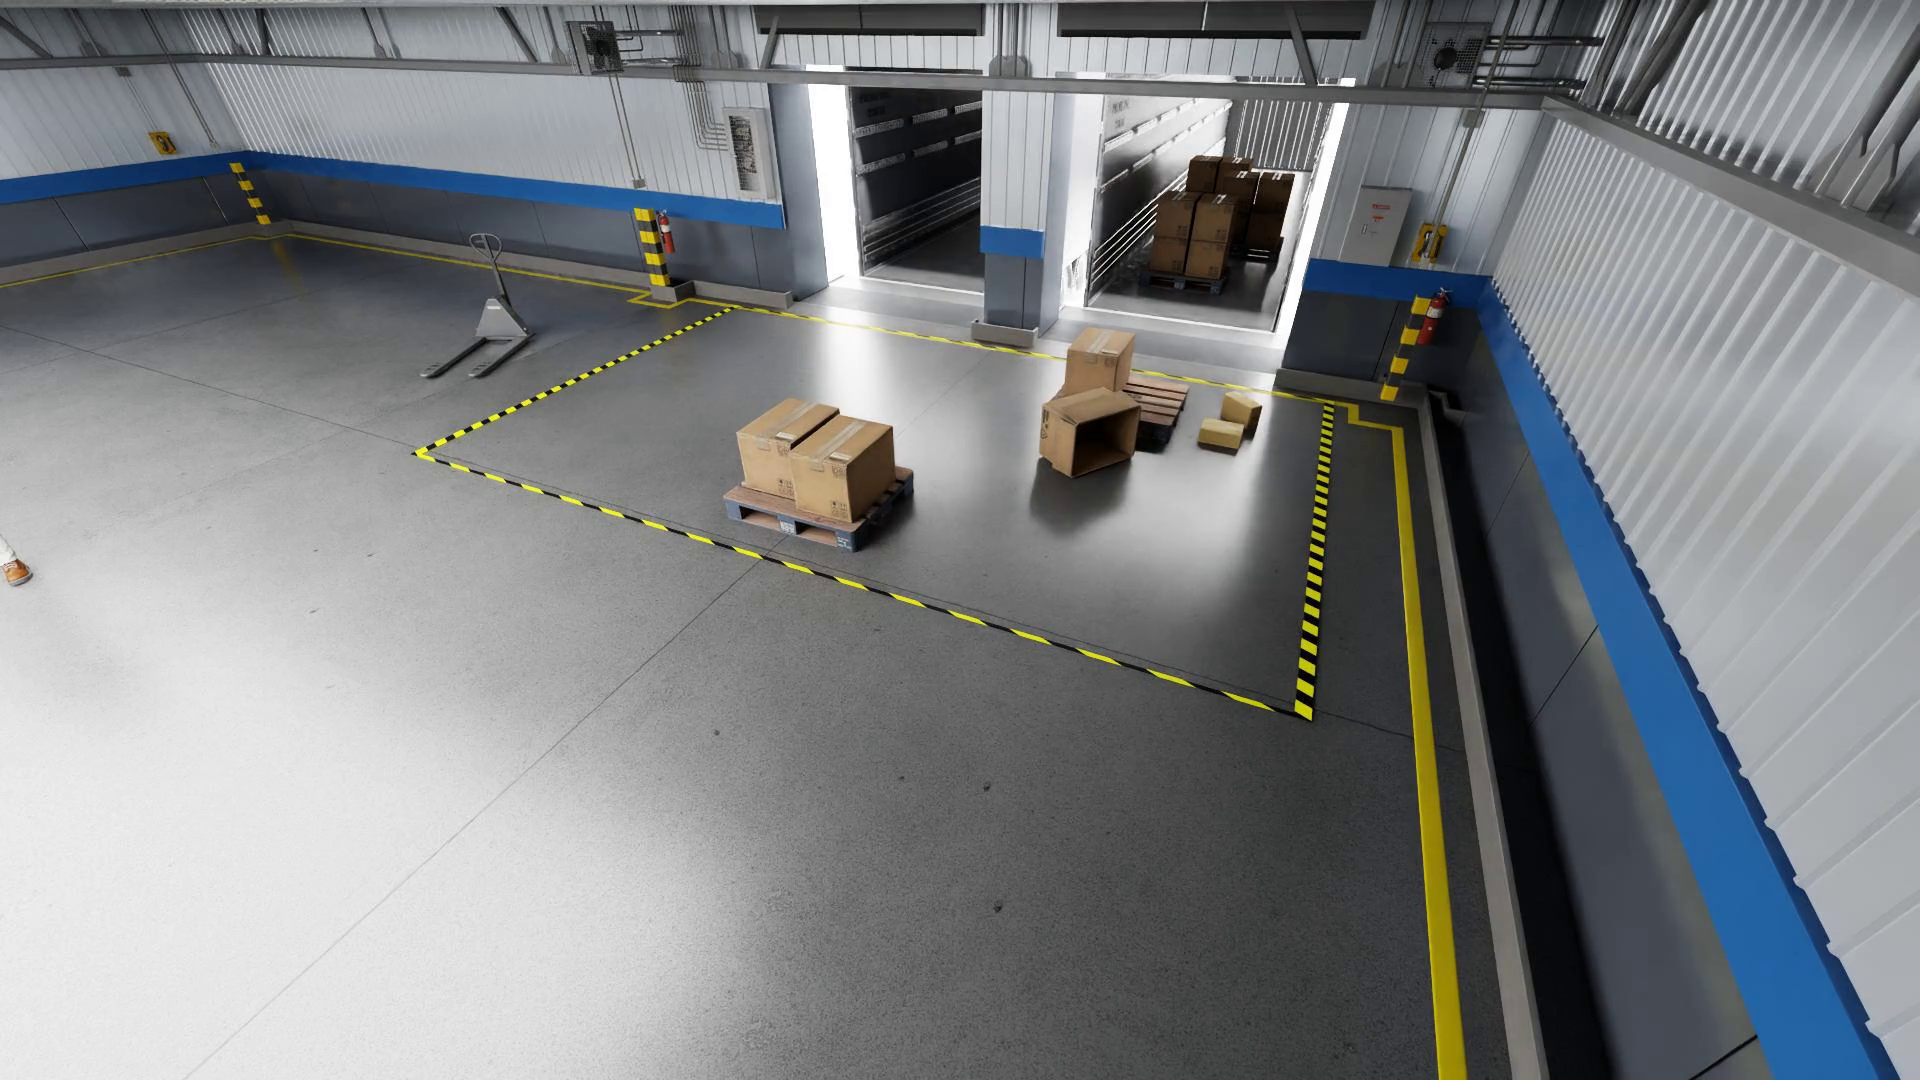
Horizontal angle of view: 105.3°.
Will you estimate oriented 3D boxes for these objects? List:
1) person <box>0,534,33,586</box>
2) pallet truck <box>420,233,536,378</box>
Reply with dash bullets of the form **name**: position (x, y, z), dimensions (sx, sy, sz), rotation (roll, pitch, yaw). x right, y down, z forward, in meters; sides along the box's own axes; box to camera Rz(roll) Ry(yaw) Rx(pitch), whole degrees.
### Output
- **person**: position (-6.892, -0.468, 4.666), dimensions (0.614, 1.946, 0.389), rotation (-28, 44, -33)
- **pallet truck**: position (-5.664, -2.712, 8.427), dimensions (0.680, 1.201, 1.601), rotation (0, 35, -1)
